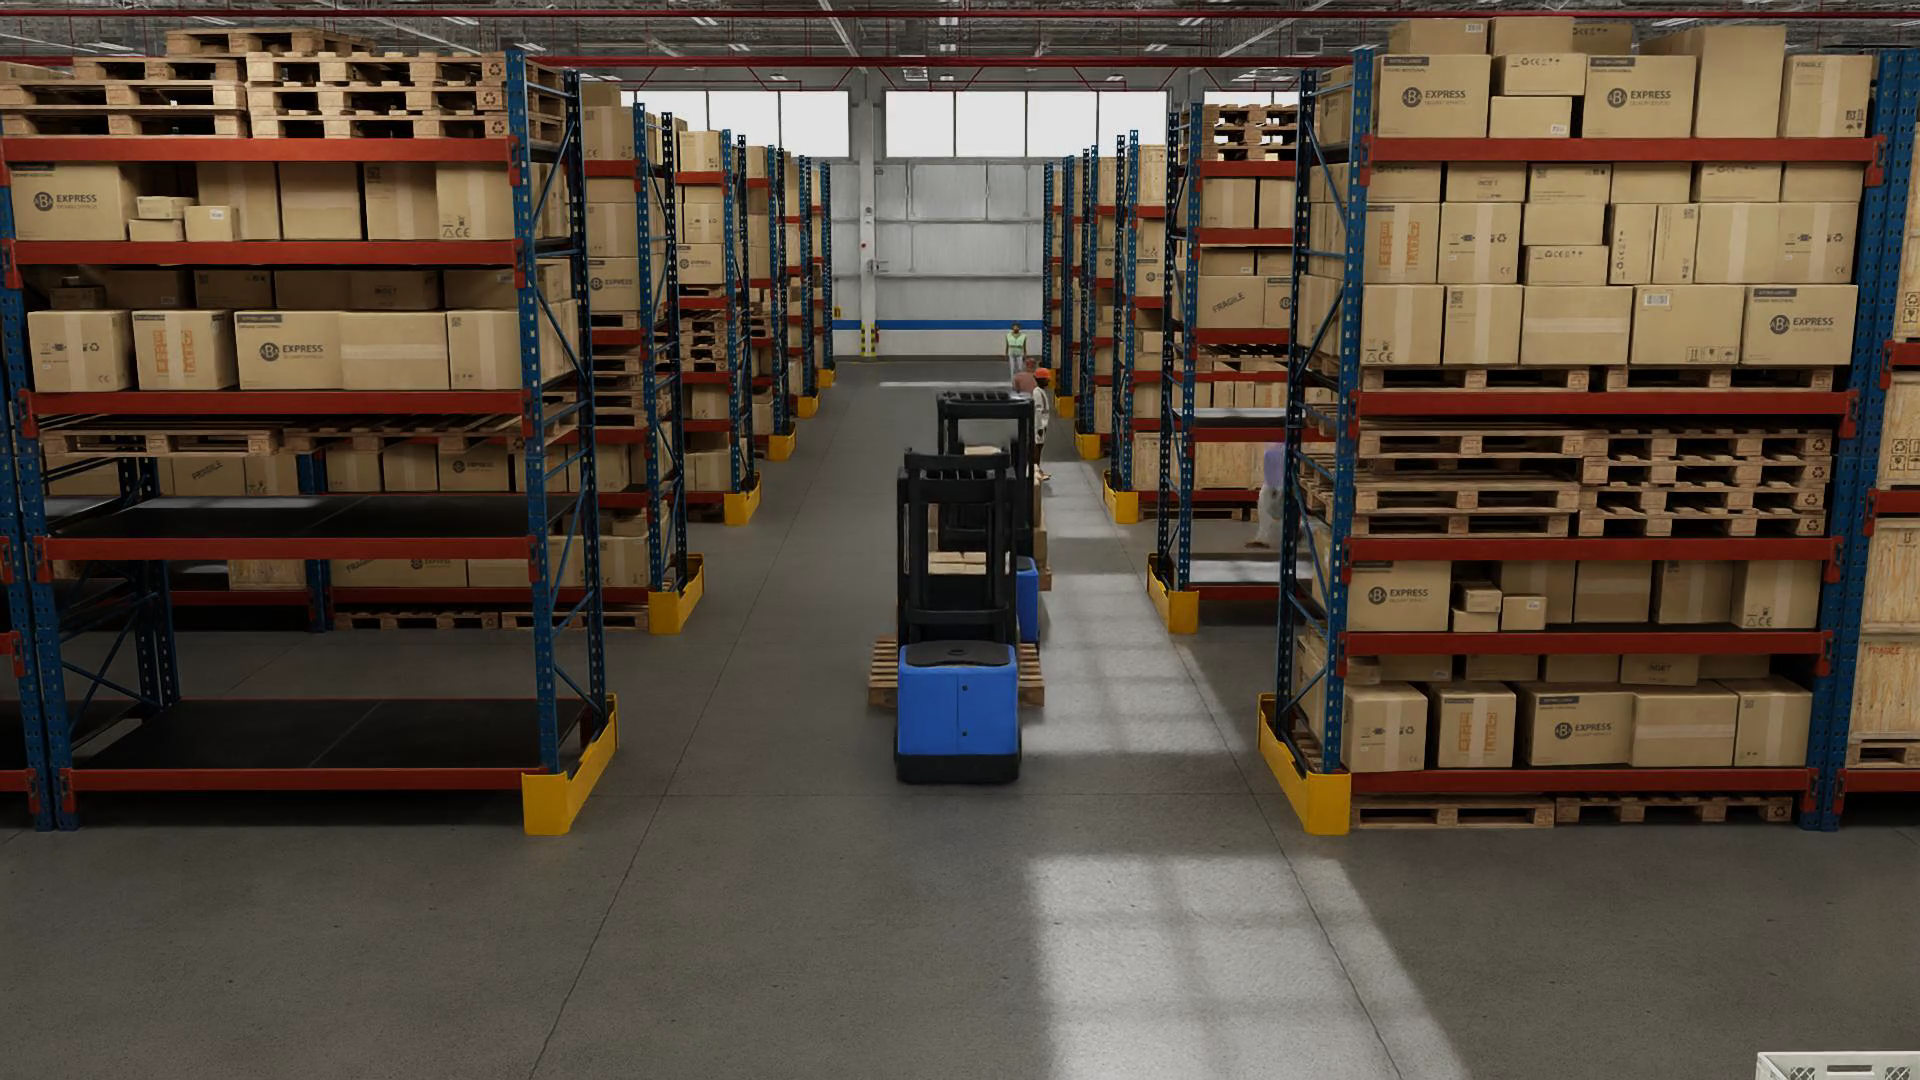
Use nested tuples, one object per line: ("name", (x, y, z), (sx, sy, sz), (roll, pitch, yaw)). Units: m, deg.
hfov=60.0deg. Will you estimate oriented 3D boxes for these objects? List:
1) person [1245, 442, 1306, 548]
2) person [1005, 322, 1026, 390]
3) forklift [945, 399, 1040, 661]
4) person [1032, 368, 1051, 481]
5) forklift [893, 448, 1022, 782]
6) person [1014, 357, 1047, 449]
("person", (4.632, -0.812, 24.159), (0.825, 1.917, 0.637), (3, 12, 13))
("person", (1.503, -4.964, 44.893), (0.561, 1.832, 0.484), (1, 11, 4))
("forklift", (0.305, -0.170, 18.545), (1.129, 2.768, 1.873), (0, 11, -2))
("person", (1.479, -2.110, 30.234), (0.366, 2.048, 0.607), (1, 11, 7))
("forklift", (-0.025, 0.571, 14.869), (1.129, 2.768, 1.873), (0, 11, 0))
("person", (1.435, -2.782, 33.957), (0.675, 1.889, 0.454), (0, 11, 1))
